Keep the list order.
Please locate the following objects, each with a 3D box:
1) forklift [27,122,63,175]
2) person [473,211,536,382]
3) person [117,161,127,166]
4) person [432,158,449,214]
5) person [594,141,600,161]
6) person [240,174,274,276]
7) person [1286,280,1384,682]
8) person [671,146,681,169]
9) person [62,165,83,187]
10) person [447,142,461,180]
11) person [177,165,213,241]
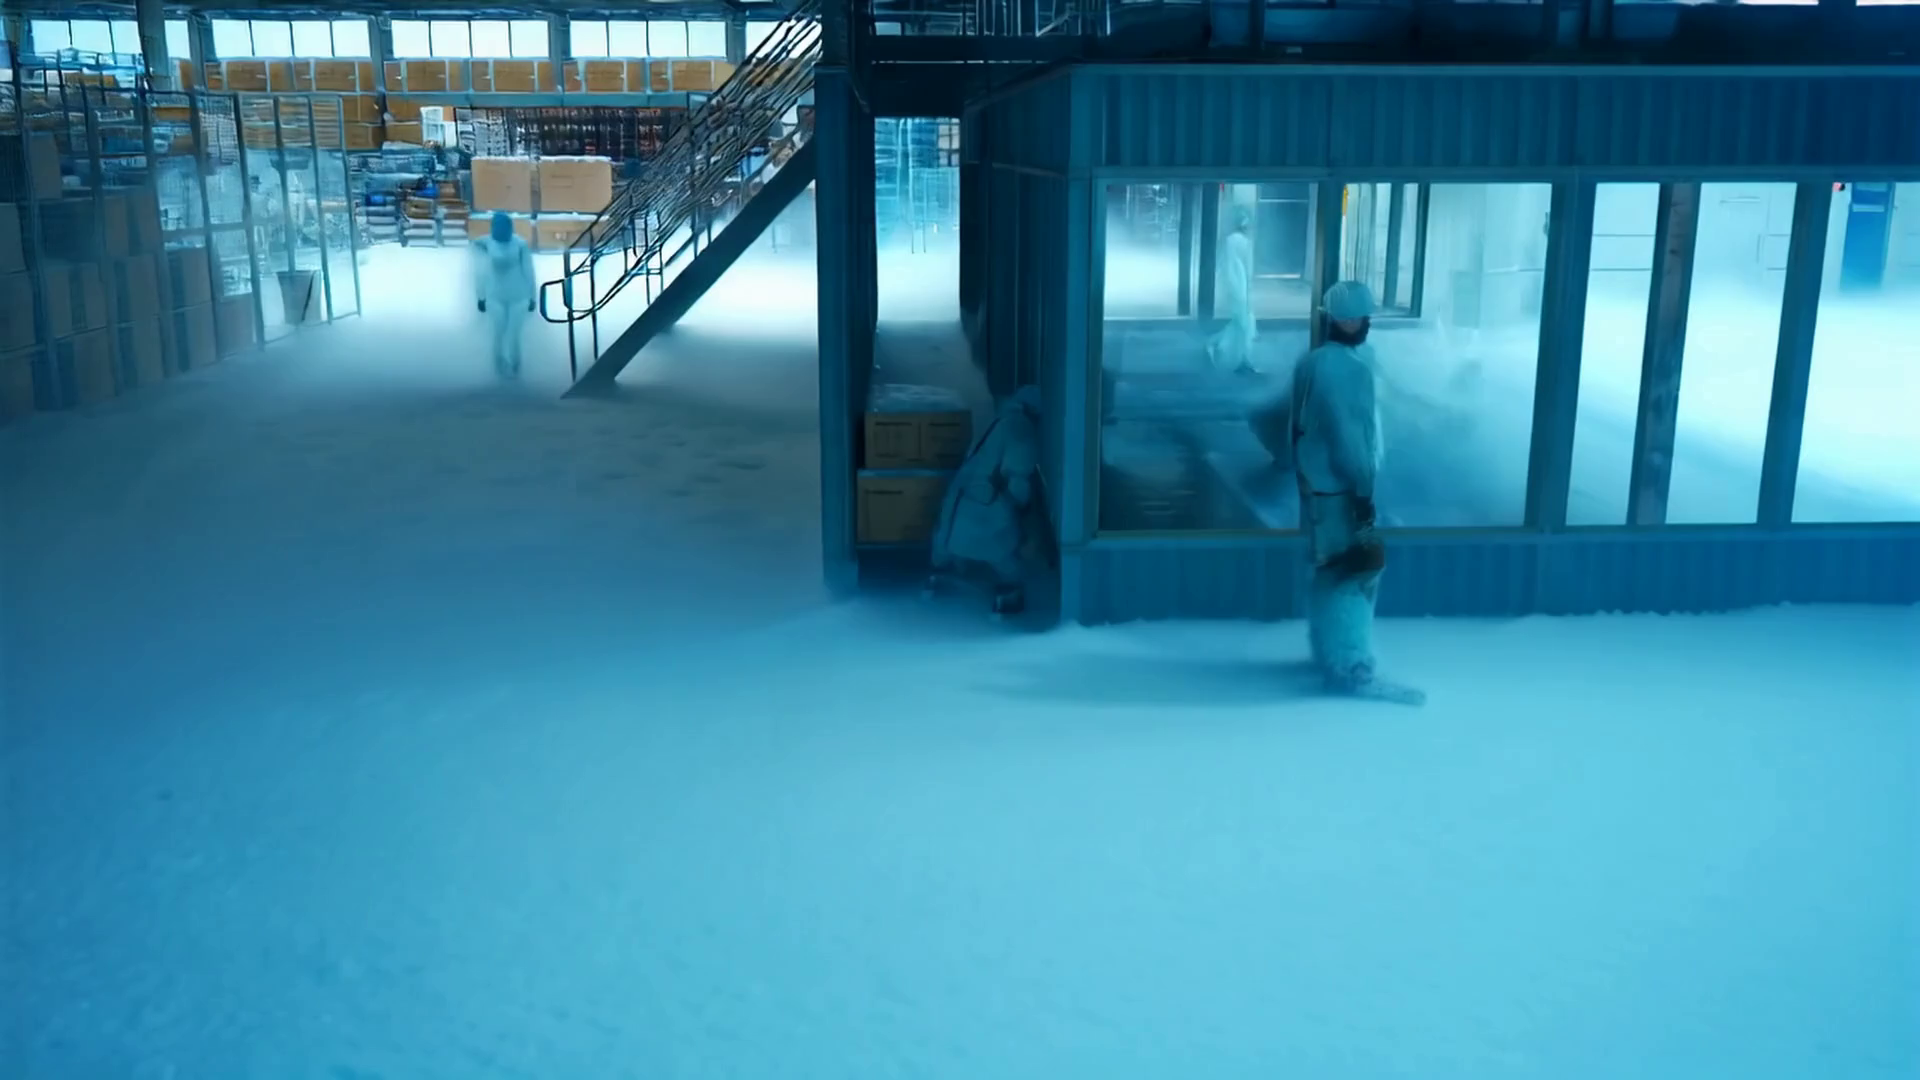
[{"bbox_3d":[-35.376,-14.773,64.377,1.129,2.768,1.873,-1,14,-2],"label":"forklift"},{"bbox_3d":[-4.886,-2.612,17.922,0.628,1.829,0.454,-6,15,-21],"label":"person"},{"bbox_3d":[-35.072,-15.451,69.660,0.528,1.606,0.393,4,15,17],"label":"person"},{"bbox_3d":[-15.171,-10.246,48.561,0.554,1.745,0.621,-10,17,-34],"label":"person"},{"bbox_3d":[-18.537,-19.578,85.379,0.396,1.992,0.623,9,17,32],"label":"person"},{"bbox_3d":[-12.806,-5.728,30.310,0.506,1.861,0.333,-11,18,-37],"label":"person"},{"bbox_3d":[1.874,-0.289,8.285,0.381,1.994,0.613,-5,15,-21],"label":"person"},{"bbox_3d":[-12.608,-16.454,73.286,0.868,1.792,0.627,-3,14,-13],"label":"person"},{"bbox_3d":[-23.963,-9.293,44.941,0.525,1.663,0.850,0,14,2],"label":"person"},{"bbox_3d":[-23.995,-17.907,78.916,0.649,1.889,0.616,-6,15,-22],"label":"person"},{"bbox_3d":[-18.325,-8.006,39.500,0.536,1.821,1.014,12,19,41],"label":"person"}]
